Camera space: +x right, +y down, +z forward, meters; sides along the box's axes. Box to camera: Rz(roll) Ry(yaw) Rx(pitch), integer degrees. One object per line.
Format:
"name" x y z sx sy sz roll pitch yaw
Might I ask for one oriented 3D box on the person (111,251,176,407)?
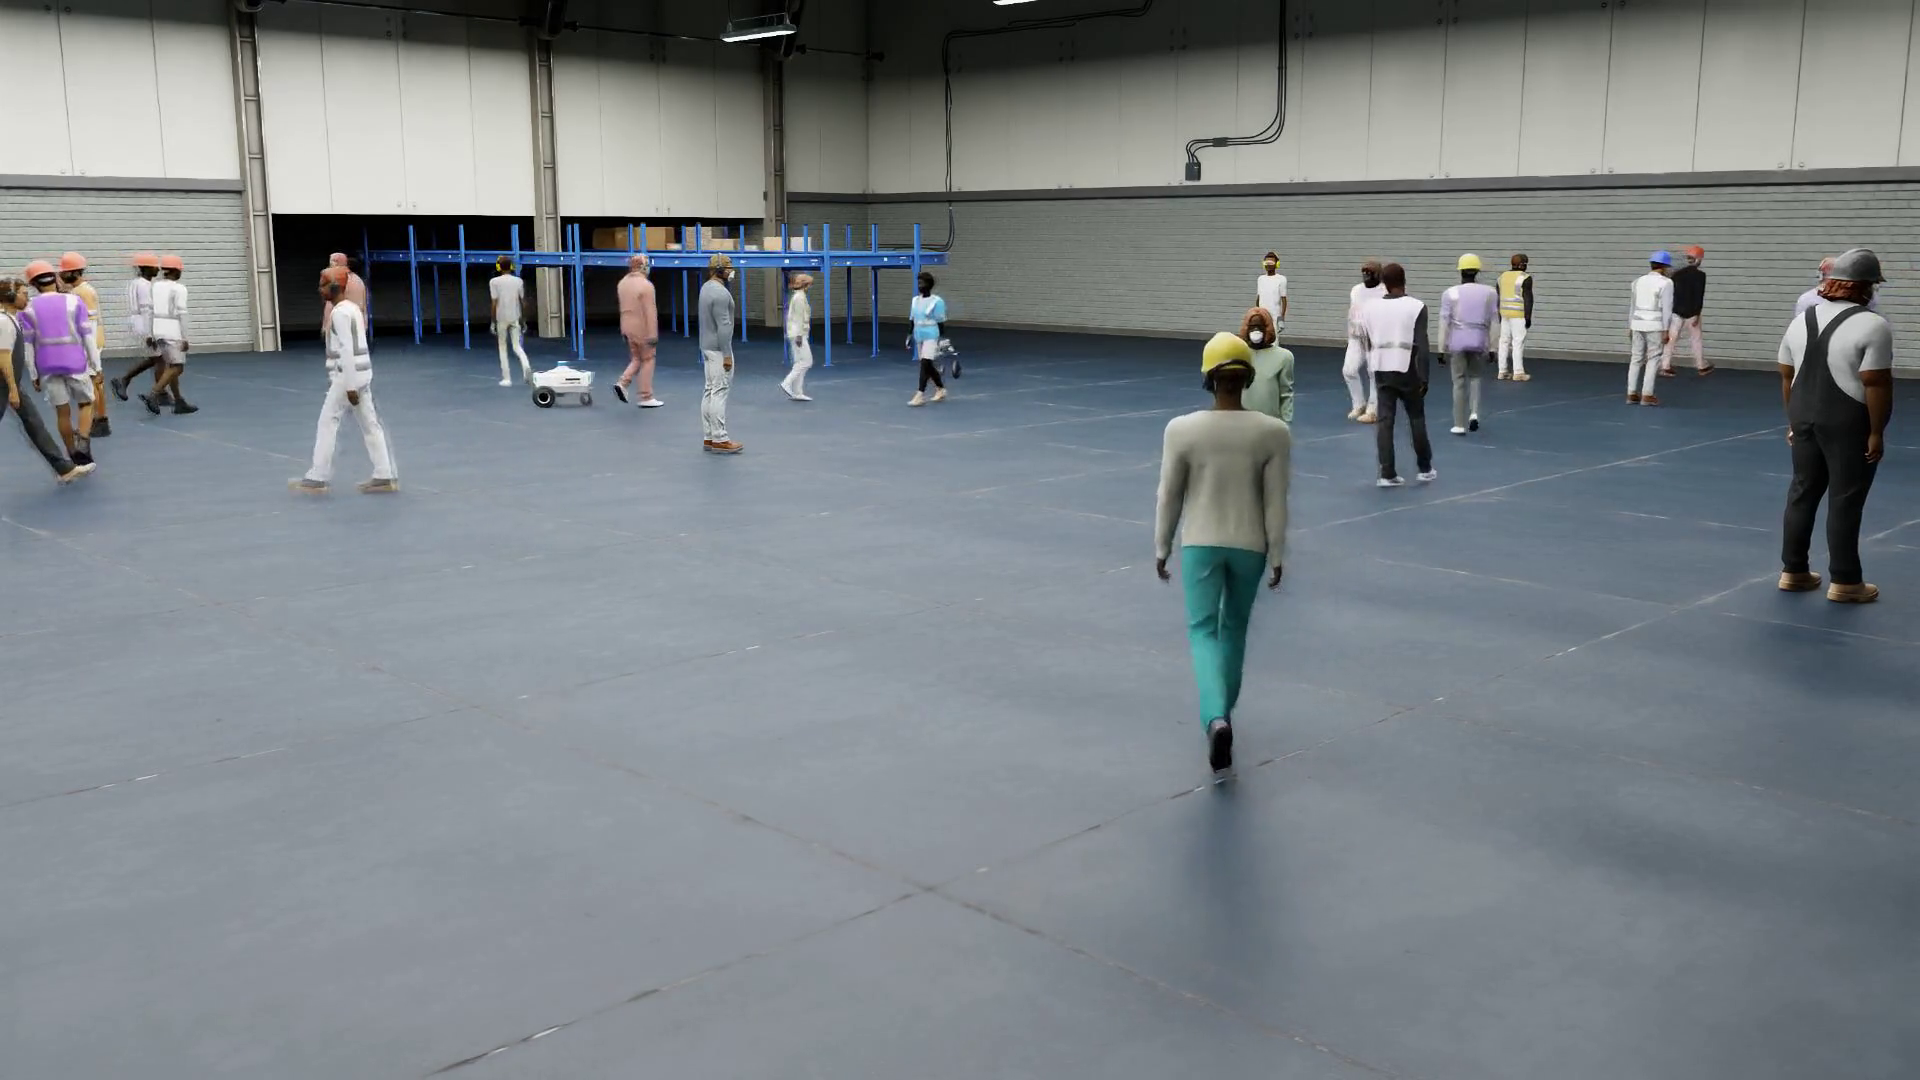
"person" -10.154 -2.616 20.651 0.710 1.919 0.547 -6 12 -28

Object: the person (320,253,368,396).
"person" -7.912 -2.719 21.296 0.706 1.879 0.675 1 10 8

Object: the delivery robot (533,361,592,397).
"delivery robot" -4.970 -1.991 20.802 0.707 0.478 0.477 -2 11 -13

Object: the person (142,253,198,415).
"person" -9.392 -2.423 19.622 0.557 1.913 0.779 4 11 21

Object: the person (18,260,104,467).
"person" -7.938 -1.524 14.738 0.634 1.894 0.513 -4 11 -20

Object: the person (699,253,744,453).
"person" -2.369 -1.837 16.325 0.354 1.937 0.635 -5 11 -24

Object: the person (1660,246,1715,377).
"person" 10.954 -3.427 24.989 1.021 1.941 0.622 -6 12 -29

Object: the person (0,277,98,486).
"person" -7.821 -1.276 13.735 1.082 1.769 0.549 -5 11 -23

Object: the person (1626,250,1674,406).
"person" 8.668 -2.661 20.863 0.469 1.923 0.624 -6 12 -30

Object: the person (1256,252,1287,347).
"person" 4.353 -3.110 23.440 0.521 1.877 0.325 10 14 43

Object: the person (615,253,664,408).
"person" -3.945 -2.567 20.434 0.662 1.887 0.492 10 14 43

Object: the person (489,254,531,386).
"person" -6.323 -3.074 23.328 0.522 1.850 0.651 -8 13 -37

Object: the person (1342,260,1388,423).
"person" 4.611 -2.235 18.791 0.481 1.827 0.658 -9 14 -39

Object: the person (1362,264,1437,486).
"person" 3.770 -1.425 14.284 0.631 1.863 0.835 8 13 36

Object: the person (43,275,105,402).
"person" -11.359 -2.566 21.212 0.780 1.612 0.523 -1 10 -3

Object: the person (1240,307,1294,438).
"person" 2.006 -0.765 11.313 0.507 1.631 0.265 2 11 11

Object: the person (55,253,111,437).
"person" -9.285 -2.051 17.560 0.493 1.922 0.596 -8 13 -37

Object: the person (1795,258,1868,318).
"person" 8.330 -1.760 16.028 0.685 1.887 0.465 1 10 6

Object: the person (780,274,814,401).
"person" -2.044 -2.573 21.199 0.402 1.610 0.578 -1 10 -8

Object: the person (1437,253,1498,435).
"person" 5.374 -2.077 17.681 0.608 1.915 0.416 0 10 -1

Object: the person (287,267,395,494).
"person" -5.145 -1.306 13.688 0.924 1.839 0.590 -1 10 -4

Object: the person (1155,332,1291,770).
"person" 1.067 0.028 6.736 0.527 1.732 0.850 0 10 1

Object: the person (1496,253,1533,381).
"person" 8.170 -3.281 24.462 0.430 1.844 0.624 -6 12 -28

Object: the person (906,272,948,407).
"person" -0.400 -2.536 20.911 0.803 1.664 0.532 -10 14 -44

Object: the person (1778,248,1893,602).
"person" 5.188 -0.667 9.782 0.535 2.000 0.684 -4 11 -20

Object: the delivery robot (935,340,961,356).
"delivery robot" -0.204 -2.902 25.061 0.335 0.223 0.698 3 11 14
